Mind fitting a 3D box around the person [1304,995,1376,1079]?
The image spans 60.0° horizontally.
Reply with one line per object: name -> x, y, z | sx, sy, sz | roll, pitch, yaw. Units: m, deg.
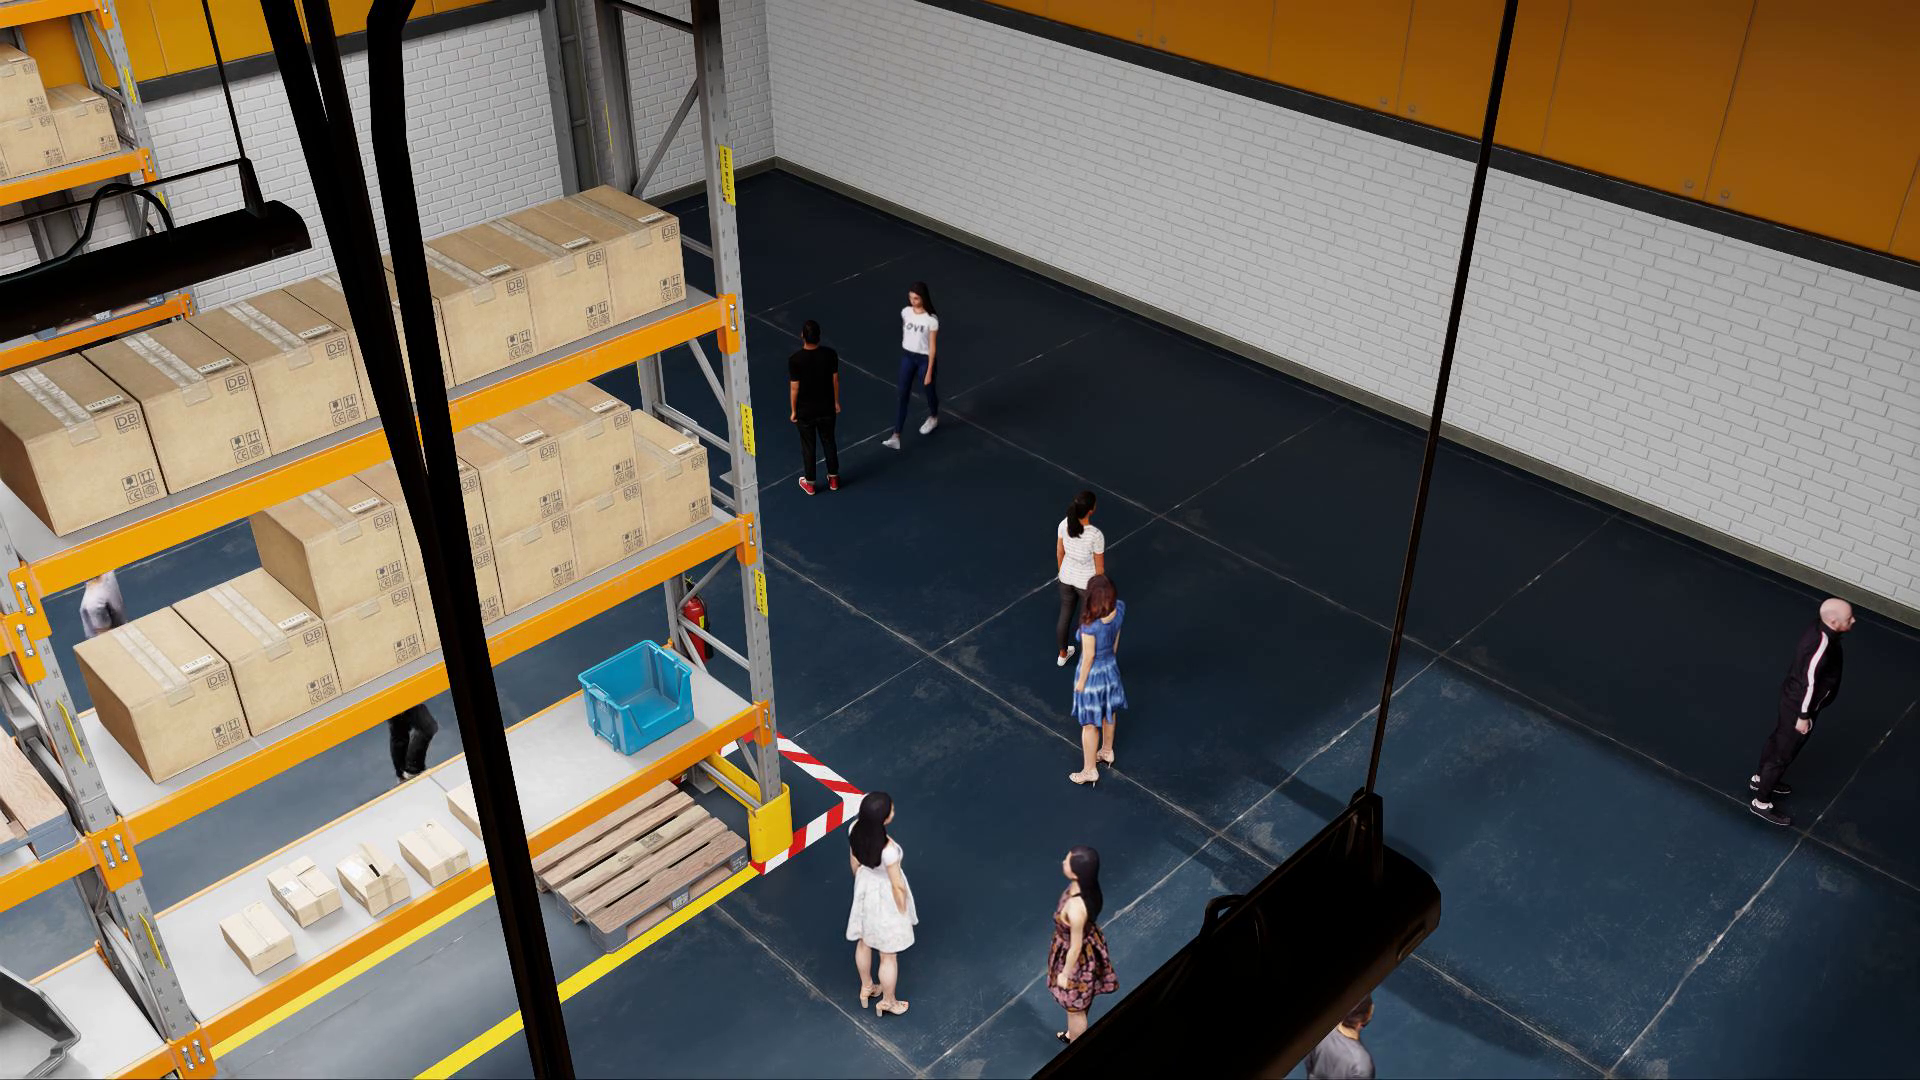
person -> 2.031, 3.076, 8.989 | 0.621, 1.760, 0.666 | -19, 38, -26

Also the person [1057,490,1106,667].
person -> 0.953, 0.321, 13.239 | 0.603, 1.645, 0.565 | 21, 39, 29

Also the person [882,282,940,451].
person -> -0.336, -1.749, 16.271 | 0.811, 1.734, 1.194 | 19, 38, 26

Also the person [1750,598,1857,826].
person -> 5.953, 1.163, 11.797 | 0.803, 1.837, 0.645 | 14, 36, 20

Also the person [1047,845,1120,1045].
person -> 0.687, 2.475, 9.881 | 0.856, 1.775, 0.777 | 7, 34, 11

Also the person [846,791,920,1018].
person -> -0.494, 2.237, 10.239 | 0.609, 1.774, 0.630 | -29, 43, -36

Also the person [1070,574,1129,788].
person -> 0.986, 1.010, 12.057 | 0.759, 1.806, 0.554 | 22, 39, 29

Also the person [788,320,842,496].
person -> -1.350, -1.243, 15.490 | 0.637, 1.758, 0.774 | -12, 35, -17
